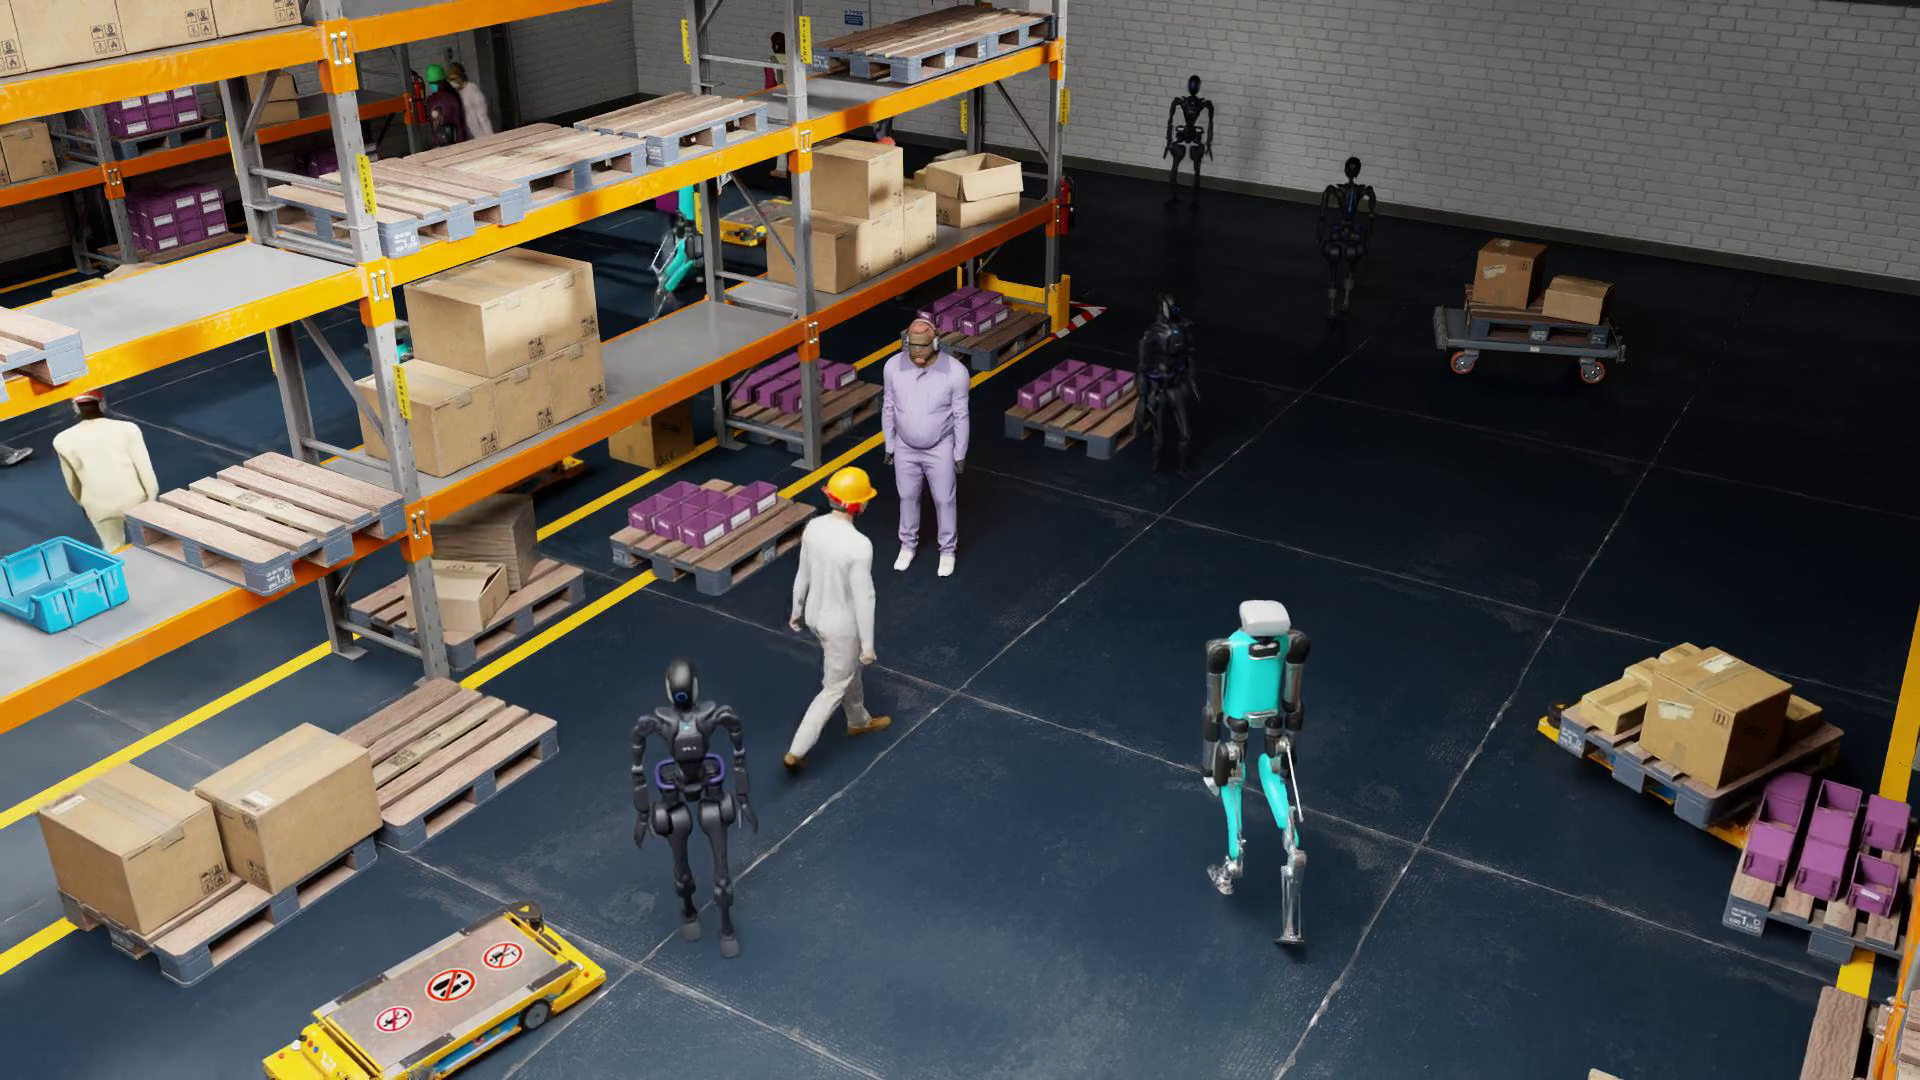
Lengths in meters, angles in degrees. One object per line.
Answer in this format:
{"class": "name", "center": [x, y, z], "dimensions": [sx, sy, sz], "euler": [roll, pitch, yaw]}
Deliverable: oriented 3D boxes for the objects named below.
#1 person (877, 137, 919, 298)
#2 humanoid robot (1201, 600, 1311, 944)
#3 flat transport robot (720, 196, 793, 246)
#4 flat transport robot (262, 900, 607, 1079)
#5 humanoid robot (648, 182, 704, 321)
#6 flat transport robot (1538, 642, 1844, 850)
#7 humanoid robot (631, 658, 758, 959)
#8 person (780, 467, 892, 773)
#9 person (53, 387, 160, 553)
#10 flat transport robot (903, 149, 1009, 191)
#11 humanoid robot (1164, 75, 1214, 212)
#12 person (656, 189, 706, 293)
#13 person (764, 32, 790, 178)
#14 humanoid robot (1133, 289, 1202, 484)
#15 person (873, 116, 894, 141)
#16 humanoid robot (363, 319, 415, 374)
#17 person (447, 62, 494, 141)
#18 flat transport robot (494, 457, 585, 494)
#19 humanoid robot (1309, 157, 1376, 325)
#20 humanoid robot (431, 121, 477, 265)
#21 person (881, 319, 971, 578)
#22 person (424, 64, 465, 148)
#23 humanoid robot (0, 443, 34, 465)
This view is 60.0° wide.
{"class": "person", "center": [-0.789, -3.254, 16.997], "dimensions": [0.562, 1.723, 0.816], "euler": [21, 33, 35]}
{"class": "humanoid robot", "center": [1.532, 1.238, 8.183], "dimensions": [0.534, 1.777, 0.997], "euler": [-6, 28, -12]}
{"class": "flat transport robot", "center": [-2.307, -3.756, 19.600], "dimensions": [0.659, 0.231, 1.431], "euler": [15, 31, 27]}
{"class": "flat transport robot", "center": [-2.446, 2.223, 7.818], "dimensions": [0.659, 0.231, 1.431], "euler": [23, 35, 37]}
{"class": "humanoid robot", "center": [-2.848, -2.783, 16.150], "dimensions": [0.845, 1.853, 0.548], "euler": [-15, 30, -27]}
{"class": "flat transport robot", "center": [4.160, 1.280, 9.676], "dimensions": [0.659, 0.231, 1.431], "euler": [-16, 31, -28]}
{"class": "humanoid robot", "center": [-1.295, 1.303, 8.079], "dimensions": [0.610, 1.644, 0.524], "euler": [-7, 28, -13]}
{"class": "person", "center": [-0.763, 0.468, 9.536], "dimensions": [0.865, 1.853, 0.629], "euler": [-22, 34, -36]}
{"class": "person", "center": [-5.665, -0.305, 11.204], "dimensions": [0.570, 1.698, 0.881], "euler": [-7, 28, -13]}
{"class": "flat transport robot", "center": [-0.230, -3.574, 19.241], "dimensions": [1.431, 0.231, 0.659], "euler": [20, 33, 34]}
{"class": "humanoid robot", "center": [2.772, -4.792, 20.085], "dimensions": [0.601, 1.641, 0.377], "euler": [4, 27, 9]}
{"class": "person", "center": [-2.986, -3.518, 17.423], "dimensions": [0.527, 1.825, 0.675], "euler": [8, 28, 16]}
{"class": "person", "center": [-2.301, -5.648, 21.591], "dimensions": [0.429, 1.841, 0.633], "euler": [22, 34, 37]}
{"class": "humanoid robot", "center": [1.621, -1.191, 13.001], "dimensions": [0.614, 1.637, 0.390], "euler": [-14, 30, -26]}
{"class": "person", "center": [-0.994, -5.353, 21.236], "dimensions": [0.275, 1.631, 0.506], "euler": [7, 28, 14]}
{"class": "humanoid robot", "center": [-3.878, -0.764, 12.220], "dimensions": [0.540, 1.903, 0.695], "euler": [17, 31, 30]}
{"class": "person", "center": [-5.803, -4.704, 19.686], "dimensions": [0.988, 1.867, 0.638], "euler": [-20, 33, -34]}
{"class": "flat transport robot", "center": [-3.699, -0.446, 13.077], "dimensions": [0.659, 0.231, 1.431], "euler": [16, 31, 29]}
{"class": "humanoid robot", "center": [3.788, -2.969, 16.498], "dimensions": [0.602, 1.649, 0.387], "euler": [1, 27, 3]}
{"class": "humanoid robot", "center": [-5.405, -3.673, 17.907], "dimensions": [0.601, 1.628, 0.714], "euler": [-3, 27, -5]}
{"class": "person", "center": [-0.249, -0.648, 11.679], "dimensions": [0.643, 1.900, 0.402], "euler": [7, 28, 14]}
{"class": "person", "center": [-5.976, -4.661, 19.554], "dimensions": [0.490, 1.892, 0.937], "euler": [7, 28, 13]}
{"class": "humanoid robot", "center": [-8.044, -1.288, 13.150], "dimensions": [0.535, 1.753, 0.935], "euler": [20, 33, 34]}
